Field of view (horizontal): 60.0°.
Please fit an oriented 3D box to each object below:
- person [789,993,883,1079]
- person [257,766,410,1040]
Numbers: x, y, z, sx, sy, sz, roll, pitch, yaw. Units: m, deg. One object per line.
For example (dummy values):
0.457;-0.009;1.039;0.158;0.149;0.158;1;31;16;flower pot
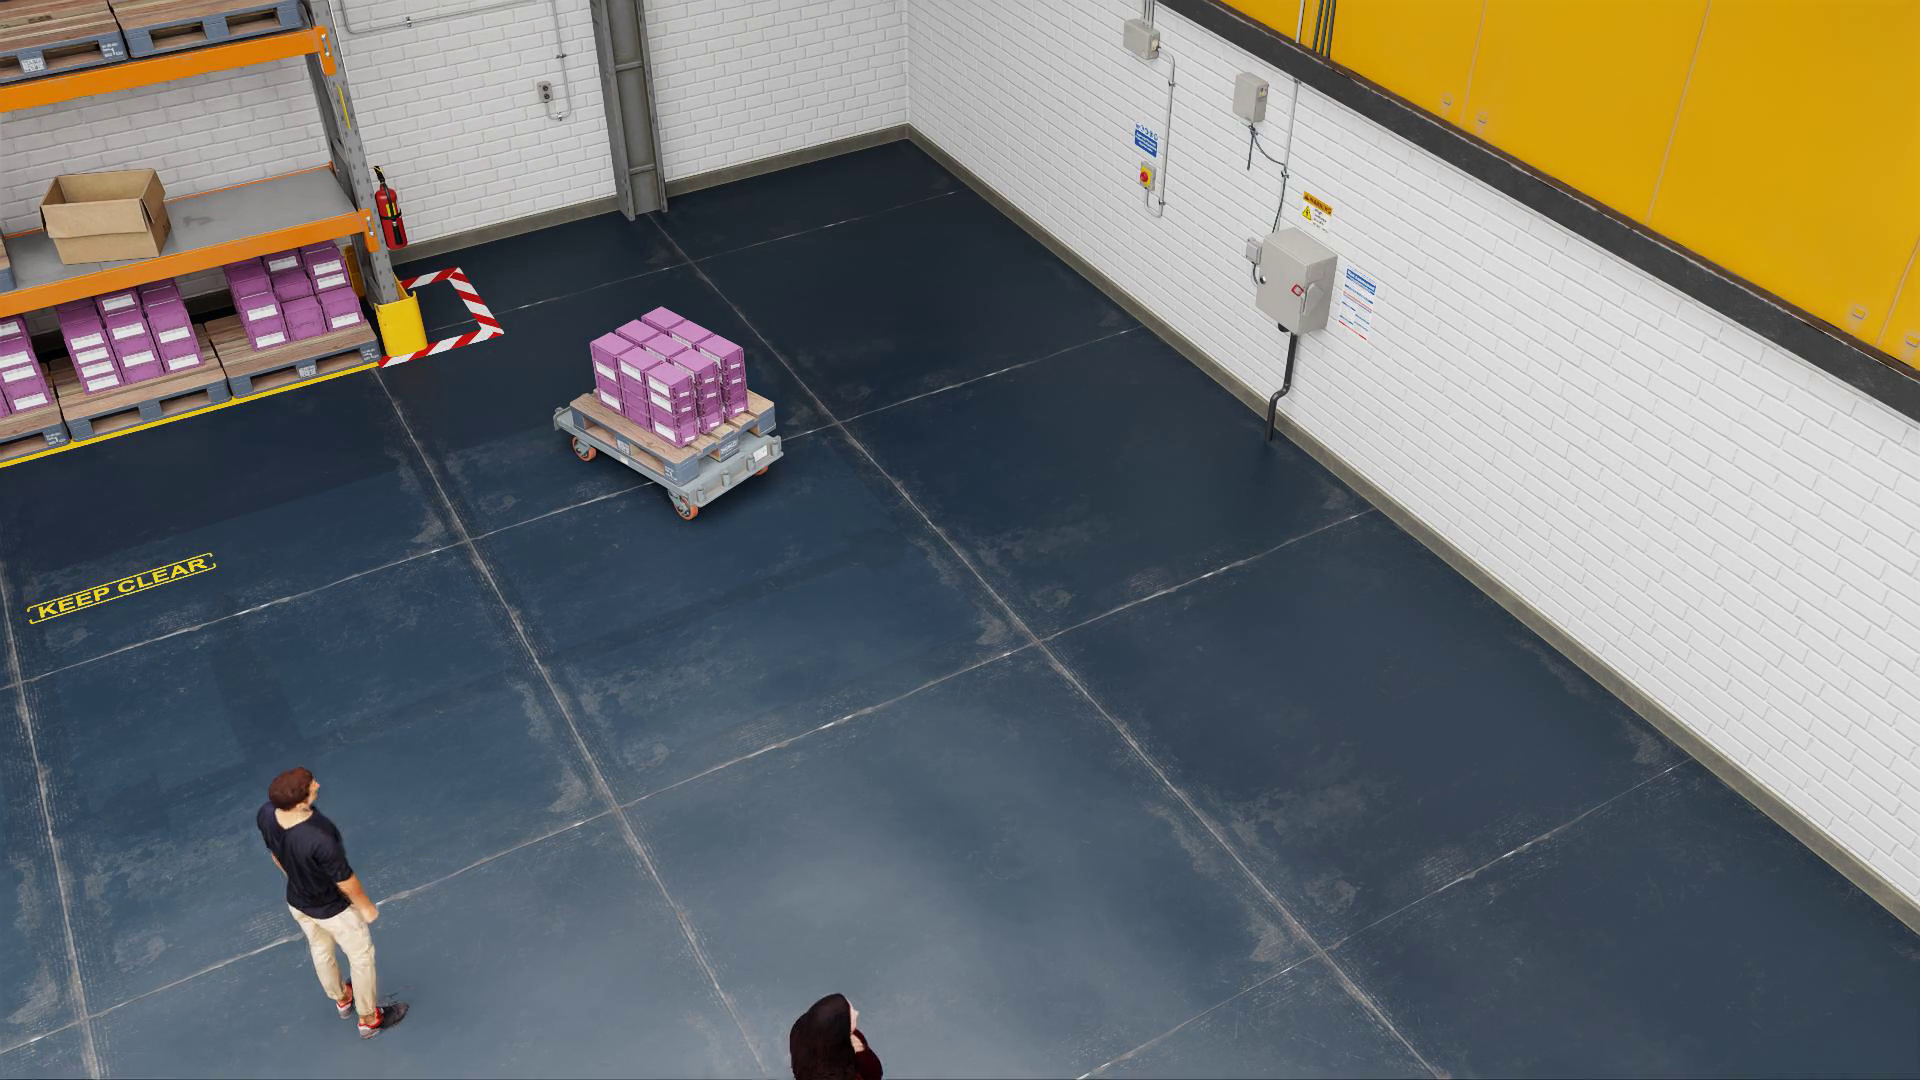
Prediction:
-0.622;2.615;7.415;0.943;1.737;0.685;-22;43;-25;person
-3.203;1.792;8.358;0.752;1.848;0.774;10;40;12;person
